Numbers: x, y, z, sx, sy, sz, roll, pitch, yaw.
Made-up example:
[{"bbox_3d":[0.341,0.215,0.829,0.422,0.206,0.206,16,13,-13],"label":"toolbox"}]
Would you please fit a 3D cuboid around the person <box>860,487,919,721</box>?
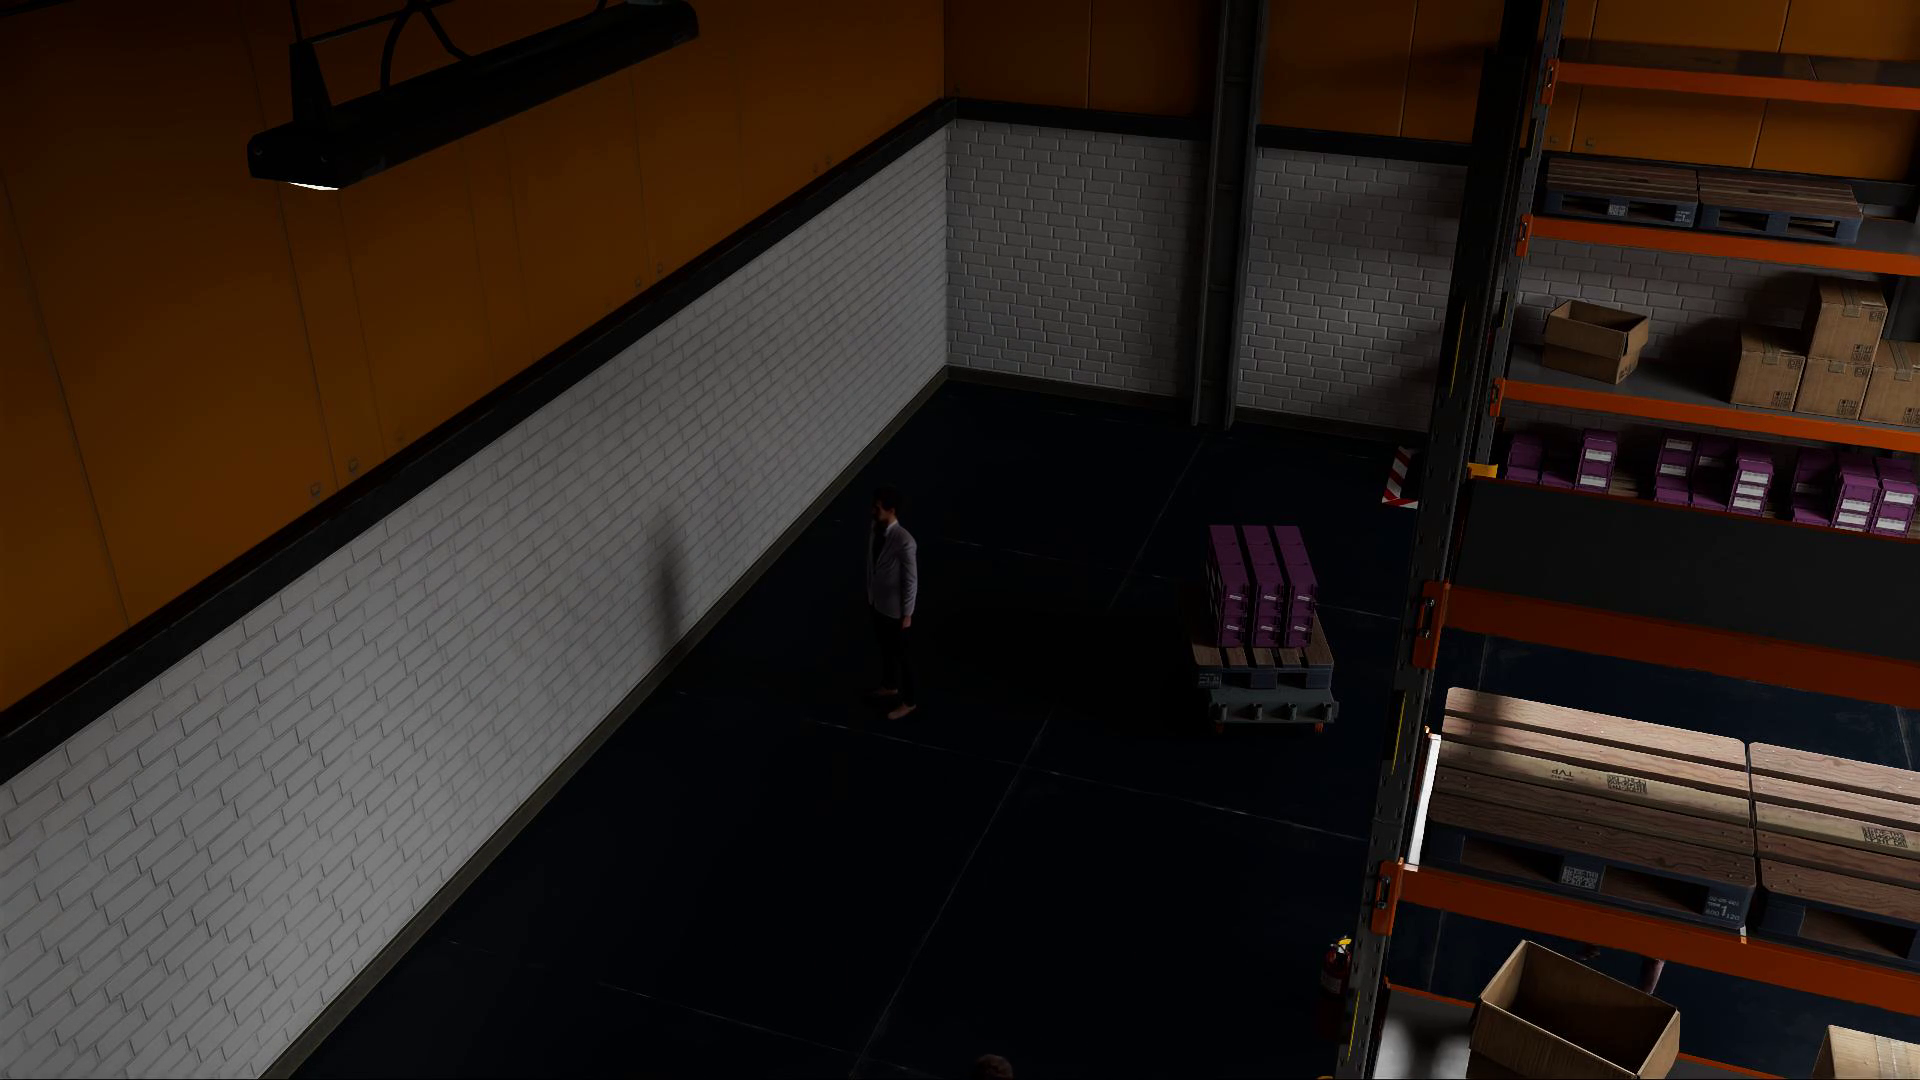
[{"bbox_3d":[-0.496,0.436,12.191,0.821,1.850,0.716,-18,33,-30],"label":"person"}]
